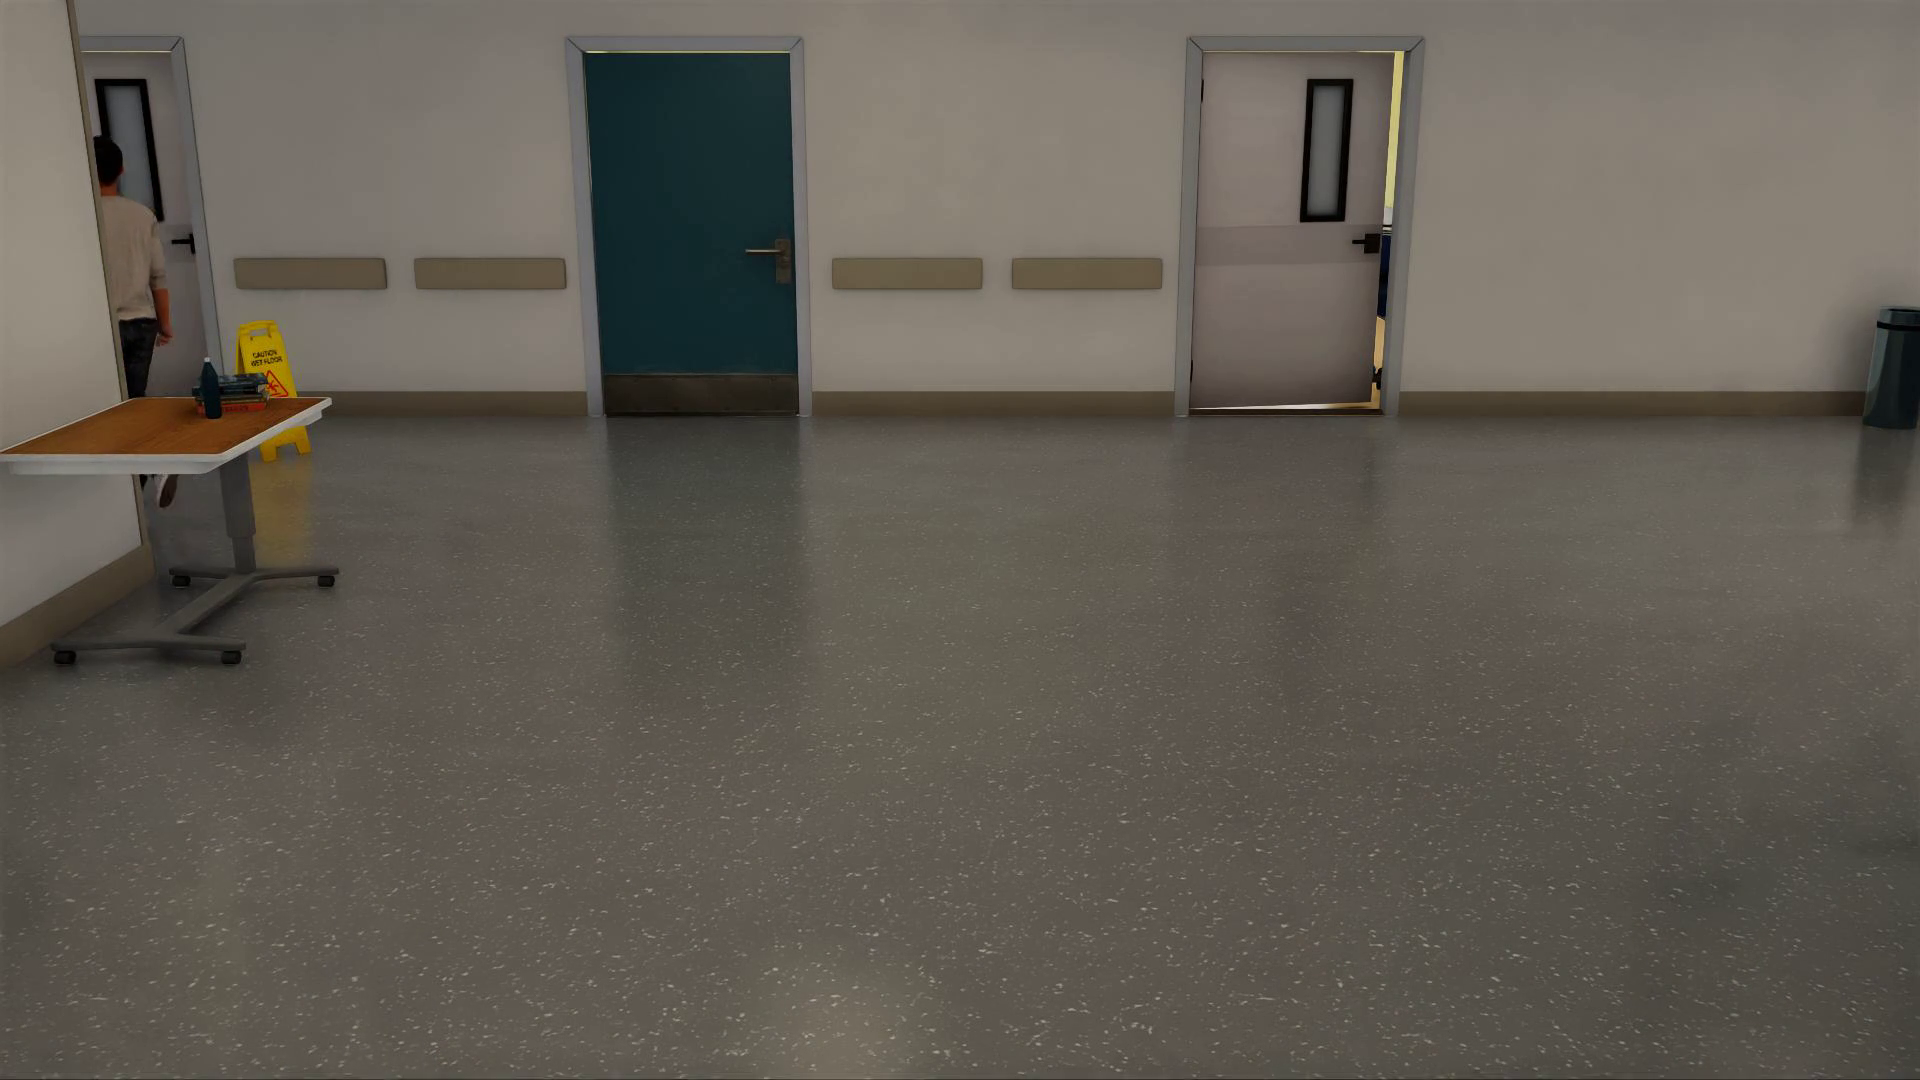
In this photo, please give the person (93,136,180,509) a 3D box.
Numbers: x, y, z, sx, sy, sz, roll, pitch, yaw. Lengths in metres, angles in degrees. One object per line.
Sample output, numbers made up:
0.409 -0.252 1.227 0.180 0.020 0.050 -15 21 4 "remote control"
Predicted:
-4.030 -1.010 8.029 1.107 1.792 0.997 12 20 36 "person"
